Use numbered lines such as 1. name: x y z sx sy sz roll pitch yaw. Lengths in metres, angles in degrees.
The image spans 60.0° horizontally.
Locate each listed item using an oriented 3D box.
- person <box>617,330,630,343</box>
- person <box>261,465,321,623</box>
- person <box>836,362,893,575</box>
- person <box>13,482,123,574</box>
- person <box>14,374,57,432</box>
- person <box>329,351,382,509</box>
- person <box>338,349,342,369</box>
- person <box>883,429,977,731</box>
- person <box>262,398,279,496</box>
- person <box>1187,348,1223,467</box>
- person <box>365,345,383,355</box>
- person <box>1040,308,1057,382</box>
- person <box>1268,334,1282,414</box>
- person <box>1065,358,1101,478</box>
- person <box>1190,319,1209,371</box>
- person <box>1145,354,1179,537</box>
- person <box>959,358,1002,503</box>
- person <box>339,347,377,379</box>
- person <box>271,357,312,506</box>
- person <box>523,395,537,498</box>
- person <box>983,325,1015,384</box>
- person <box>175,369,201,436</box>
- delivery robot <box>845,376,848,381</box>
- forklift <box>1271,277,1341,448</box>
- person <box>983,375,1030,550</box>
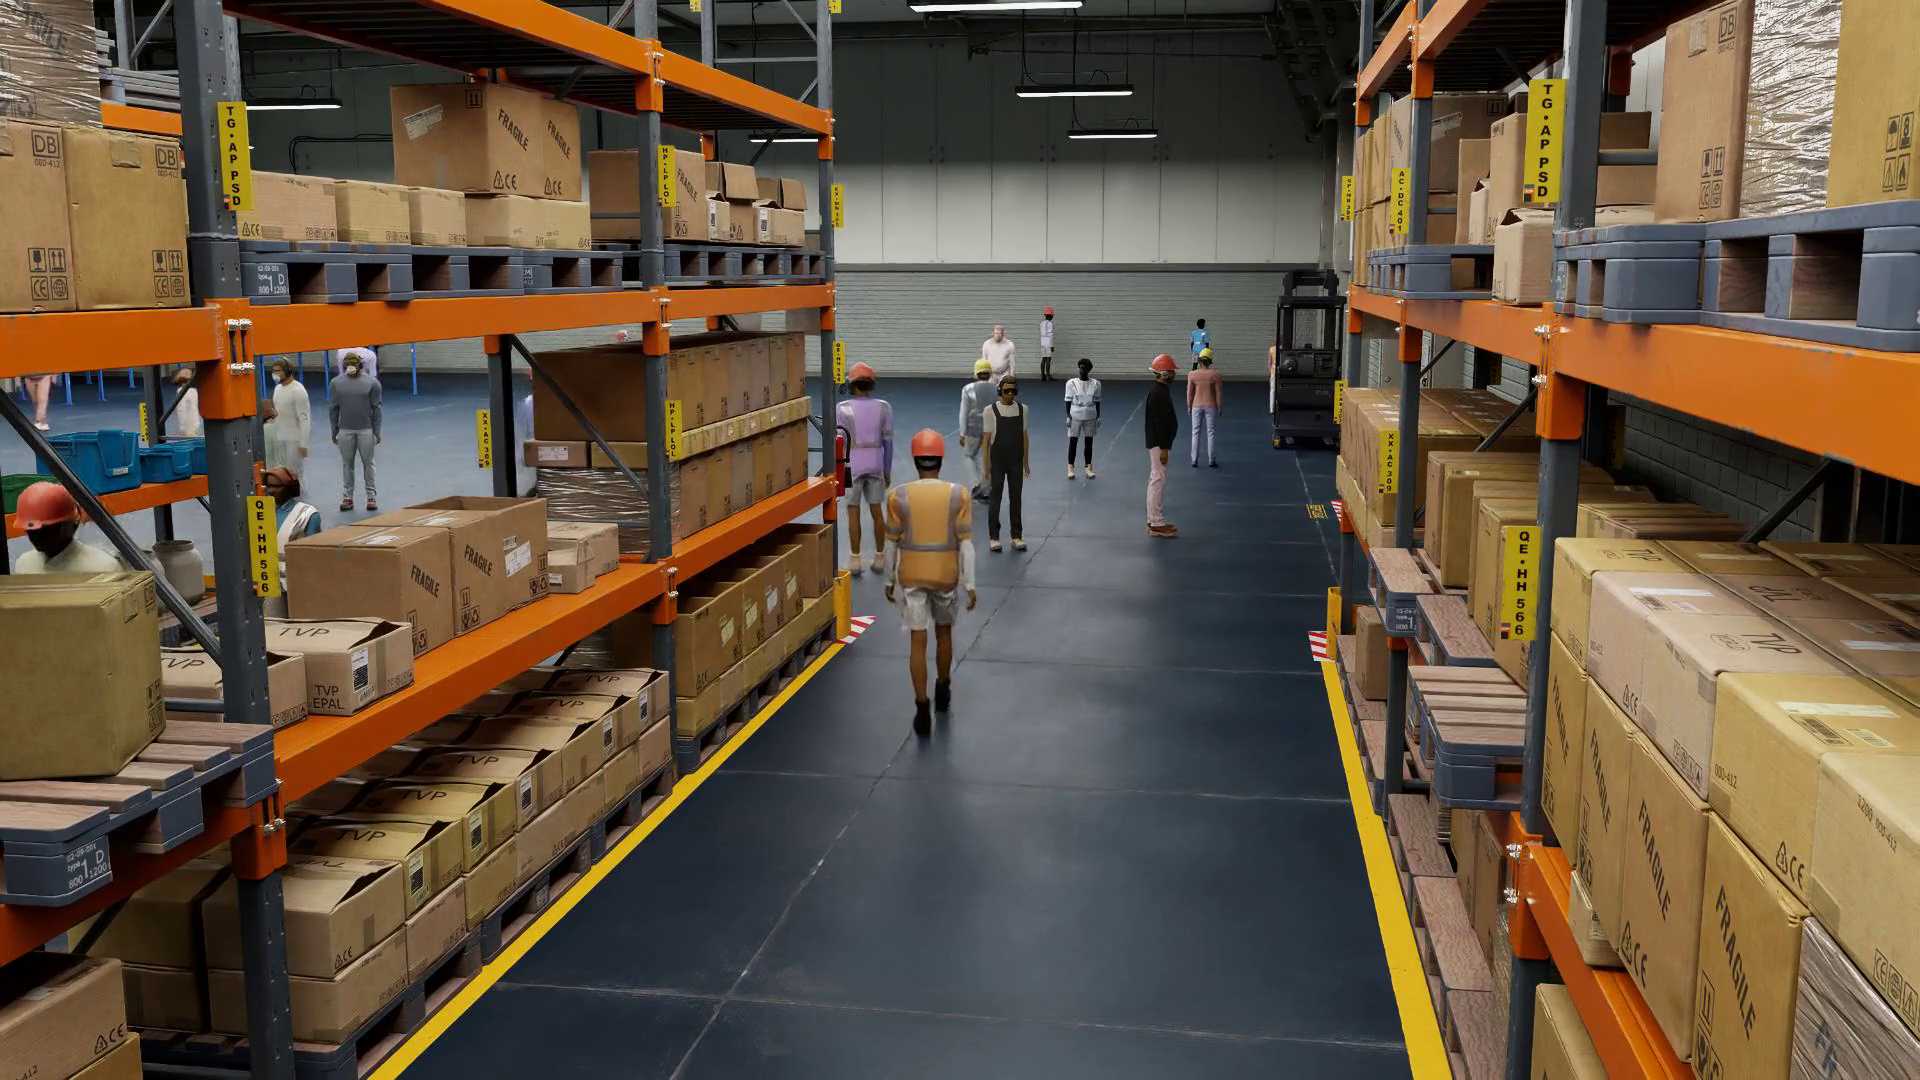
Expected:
1. person: -5.804 -2.679 28.761 0.652 1.904 0.402 6 11 33
2. person: -4.481 0.316 11.110 0.525 1.637 0.307 2 9 12
3. person: -0.952 -0.698 16.121 0.614 2.039 0.396 -4 10 -24
4. person: -4.217 0.647 8.146 0.621 1.953 0.788 2 9 14
5. person: -16.793 -2.881 30.191 0.662 1.848 0.970 -3 10 -17
6. person: -7.416 -1.347 20.442 0.632 1.940 0.372 -2 9 -10
7. person: -11.900 -3.341 32.413 0.375 2.044 0.605 -7 12 -37
8. person: -0.202 0.227 10.838 0.594 1.896 0.907 -1 9 -4
9. person: -7.168 -0.684 17.349 0.534 1.618 0.503 -4 10 -22
10. person: 3.657 -1.976 24.850 0.533 1.768 0.310 3 10 15
11. person: -16.337 -5.499 45.864 0.920 2.000 0.695 9 13 43
12. person: 2.336 -5.181 44.086 0.364 1.939 0.542 -4 10 -25
13. person: 6.530 -3.391 33.998 0.515 1.637 0.313 8 12 41
14. person: 1.737 -1.722 23.490 0.532 1.697 0.322 -2 9 -10
15. person: 6.138 -4.810 42.538 0.537 1.695 0.320 8 12 41
16. person: 2.239 -1.057 18.469 0.373 1.997 0.619 0 9 2
17. person: 0.278 -1.372 20.950 0.623 1.818 0.430 -3 10 -16
18. person: -10.238 -2.602 28.288 0.641 1.916 0.873 -1 9 -4
19. person: -7.713 -1.143 19.193 0.636 1.937 0.356 9 13 44
20. person: -4.602 -0.973 18.252 0.542 1.909 0.757 6 11 31
21. person: 0.745 -3.180 31.941 0.642 1.886 0.445 1 9 4
22. person: -10.383 -1.485 22.347 0.322 1.596 0.609 0 9 -1
23. delivery robot: -2.508 -3.911 39.550 0.335 0.223 0.698 9 13 43
24. forklift: 5.847 -3.016 27.970 1.129 2.768 1.873 1 9 9
25. person: 0.487 -0.814 17.465 0.507 1.842 0.332 -3 10 -19
